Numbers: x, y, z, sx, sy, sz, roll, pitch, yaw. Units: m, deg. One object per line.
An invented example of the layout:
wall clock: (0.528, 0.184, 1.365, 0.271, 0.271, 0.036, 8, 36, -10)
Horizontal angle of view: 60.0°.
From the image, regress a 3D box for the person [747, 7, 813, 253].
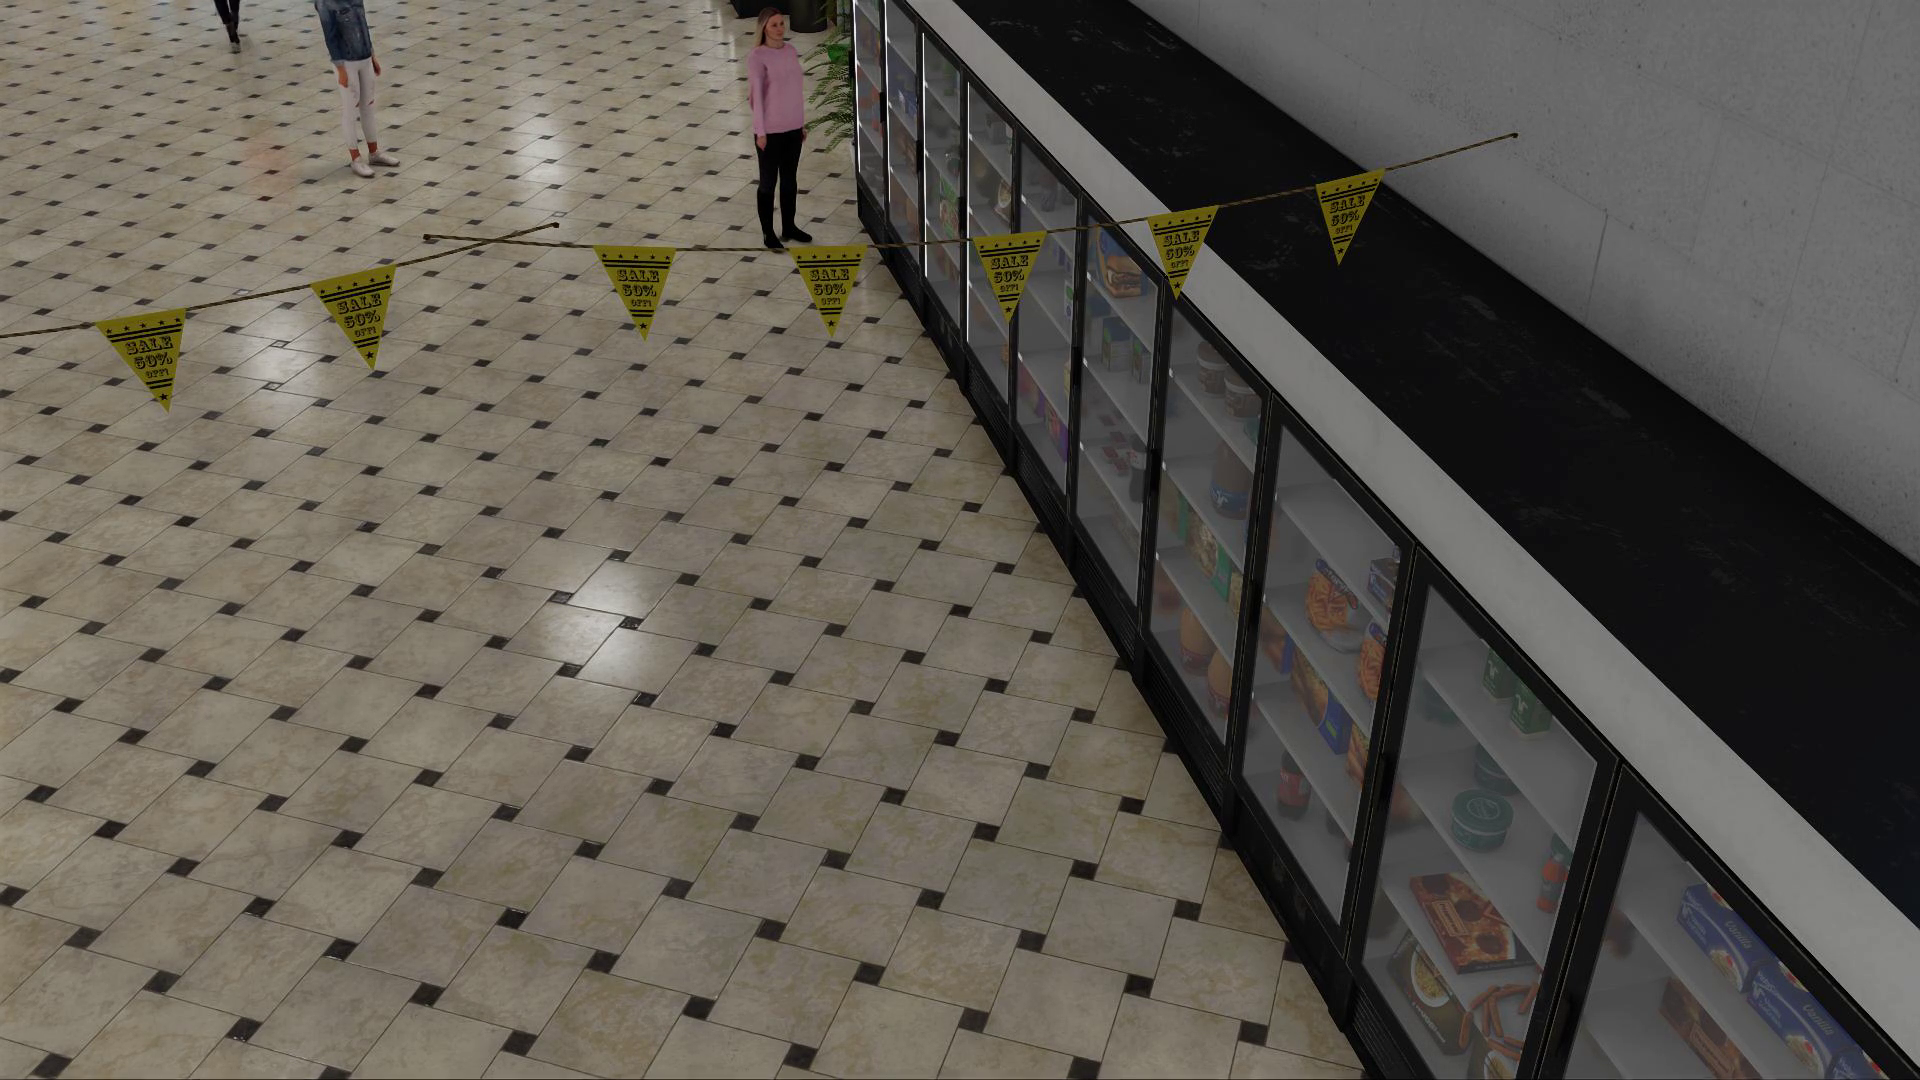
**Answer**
person: (-1.289, -2.901, 11.713, 0.745, 1.688, 0.642, 27, 41, 36)

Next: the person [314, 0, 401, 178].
person: (-4.776, -3.737, 13.043, 0.723, 1.703, 0.688, 13, 34, 20)
